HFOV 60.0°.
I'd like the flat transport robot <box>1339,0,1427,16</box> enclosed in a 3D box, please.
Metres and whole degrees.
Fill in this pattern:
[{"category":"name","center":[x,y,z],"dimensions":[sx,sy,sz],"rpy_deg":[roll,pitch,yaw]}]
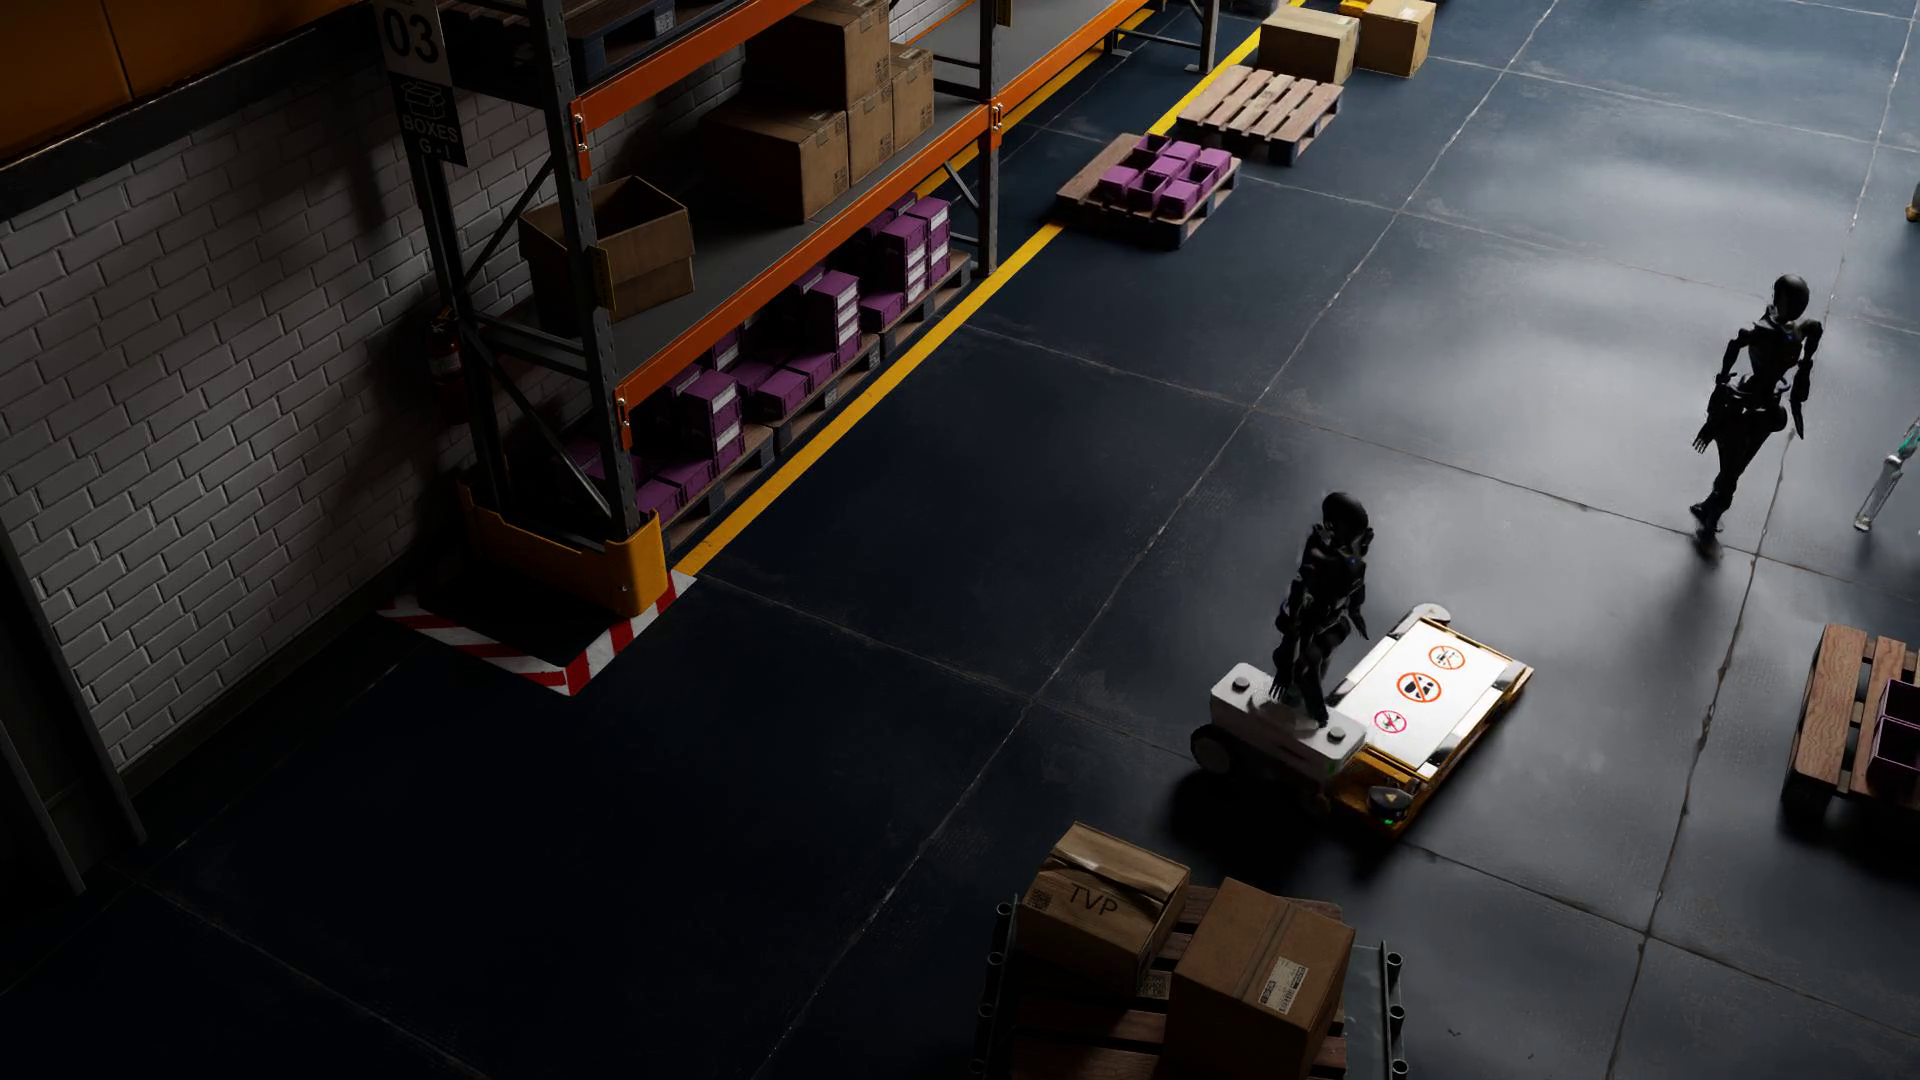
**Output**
[{"category":"flat transport robot","center":[4.162,-5.273,15.812],"dimensions":[0.659,0.231,1.431],"rpy_deg":[20,43,23]}]

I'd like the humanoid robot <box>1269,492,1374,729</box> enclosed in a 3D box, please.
[{"category":"humanoid robot","center":[1.655,0.434,7.556],"dimensions":[0.611,1.642,0.461],"rpy_deg":[-31,48,-33]}]

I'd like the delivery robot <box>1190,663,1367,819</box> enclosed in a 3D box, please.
[{"category":"delivery robot","center":[1.529,0.905,7.848],"dimensions":[0.766,0.580,0.499],"rpy_deg":[28,46,30]}]

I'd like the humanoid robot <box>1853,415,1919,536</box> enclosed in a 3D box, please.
[{"category":"humanoid robot","center":[5.391,-0.699,8.939],"dimensions":[0.820,1.798,0.542],"rpy_deg":[-25,45,-28]}]

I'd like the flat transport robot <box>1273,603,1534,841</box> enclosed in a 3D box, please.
[{"category":"flat transport robot","center":[2.201,0.850,8.157],"dimensions":[0.659,0.231,1.431],"rpy_deg":[28,46,30]}]

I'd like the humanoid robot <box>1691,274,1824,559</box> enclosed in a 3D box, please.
[{"category":"humanoid robot","center":[4.292,-0.668,8.933],"dimensions":[0.607,1.646,0.560],"rpy_deg":[-8,39,-9]}]

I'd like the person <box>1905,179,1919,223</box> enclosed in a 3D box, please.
[{"category":"person","center":[7.255,-3.126,11.827],"dimensions":[0.582,1.894,0.372],"rpy_deg":[23,44,26]}]
